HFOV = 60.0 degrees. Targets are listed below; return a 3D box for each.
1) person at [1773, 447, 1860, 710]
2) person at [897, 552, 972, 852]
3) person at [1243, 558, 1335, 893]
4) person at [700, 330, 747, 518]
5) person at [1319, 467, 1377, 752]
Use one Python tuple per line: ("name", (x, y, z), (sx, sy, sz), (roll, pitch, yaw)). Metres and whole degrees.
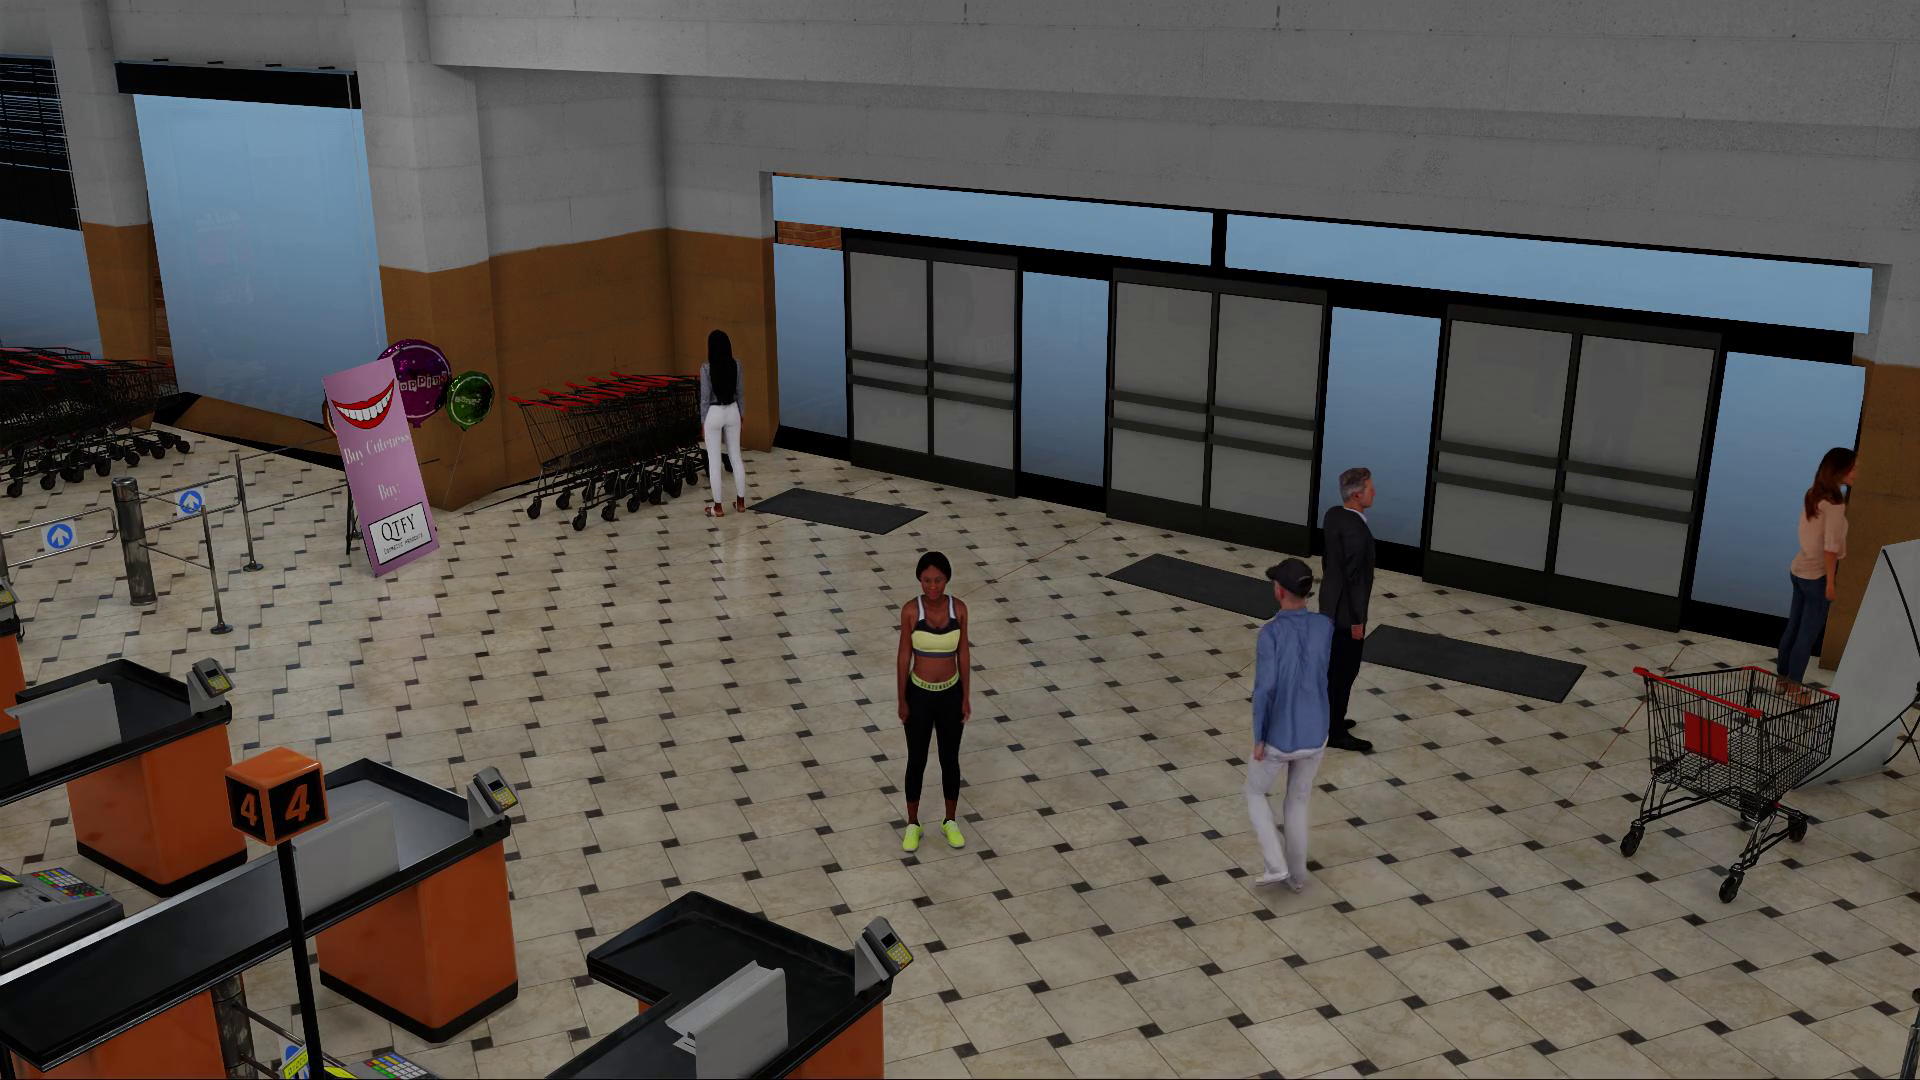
("person", (5.735, 0.240, 11.184), (0.730, 1.790, 0.612), (2, 19, 7))
("person", (-0.146, 0.891, 9.307), (0.639, 1.755, 0.695), (-3, 19, -8))
("person", (1.772, 1.030, 8.708), (0.777, 1.874, 0.860), (-6, 19, -17))
("person", (-2.174, -1.077, 15.192), (0.580, 1.725, 0.727), (-12, 22, -31))
("person", (2.464, 0.411, 10.598), (0.871, 1.840, 0.778), (-1, 19, -4))
